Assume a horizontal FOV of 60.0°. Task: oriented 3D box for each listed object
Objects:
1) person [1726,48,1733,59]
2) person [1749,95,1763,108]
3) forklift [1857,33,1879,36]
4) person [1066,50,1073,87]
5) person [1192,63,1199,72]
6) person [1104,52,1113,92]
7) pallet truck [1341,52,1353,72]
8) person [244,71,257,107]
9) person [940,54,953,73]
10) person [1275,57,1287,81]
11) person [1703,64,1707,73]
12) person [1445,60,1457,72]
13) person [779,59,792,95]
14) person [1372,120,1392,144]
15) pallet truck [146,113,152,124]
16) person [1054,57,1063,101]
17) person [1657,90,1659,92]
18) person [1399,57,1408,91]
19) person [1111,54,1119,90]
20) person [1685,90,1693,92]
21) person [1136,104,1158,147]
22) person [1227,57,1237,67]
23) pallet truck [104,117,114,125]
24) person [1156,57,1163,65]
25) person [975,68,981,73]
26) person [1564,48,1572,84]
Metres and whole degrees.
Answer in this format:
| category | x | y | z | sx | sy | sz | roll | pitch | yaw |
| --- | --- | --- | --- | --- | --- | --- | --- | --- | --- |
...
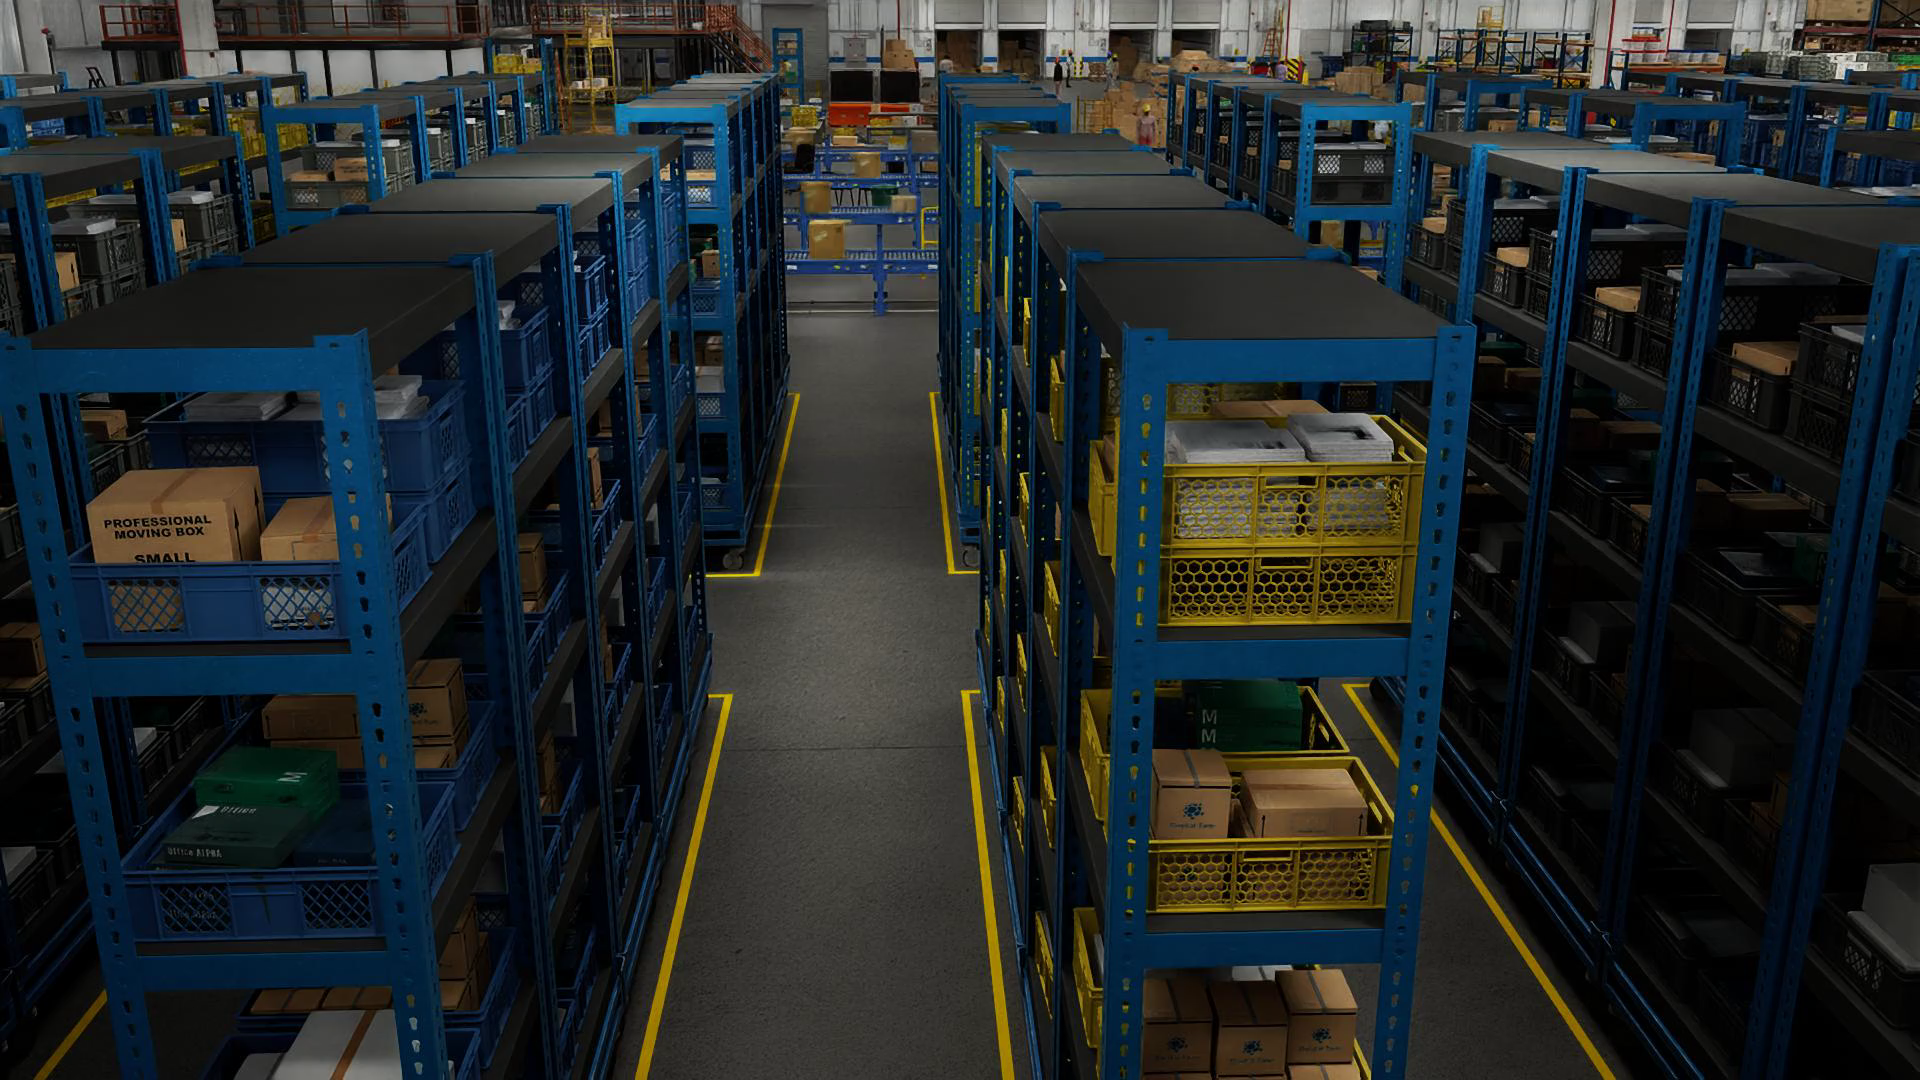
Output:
| category | x | y | z | sx | sy | sz | roll | pitch | yaw |
| --- | --- | --- | --- | --- | --- | --- | --- | --- | --- |
| person | 41.651 | -25.660 | 90.201 | 0.368 | 1.932 | 0.622 | 1 | 18 | 4 |
| person | 28.442 | -15.616 | 59.490 | 0.555 | 1.679 | 0.455 | -12 | 21 | -32 |
| forklift | 46.104 | -24.422 | 84.837 | 1.129 | 2.768 | 1.873 | 3 | 18 | 10 |
| person | 5.784 | -24.872 | 87.739 | 0.374 | 1.935 | 0.552 | 2 | 18 | 7 |
| person | 9.264 | -17.796 | 65.700 | 0.601 | 2.035 | 0.401 | 5 | 19 | 16 |
| person | 7.487 | -23.458 | 83.344 | 0.380 | 1.951 | 0.605 | -8 | 20 | -24 |
| pallet truck | 18.794 | -23.123 | 82.231 | 0.823 | 1.965 | 1.885 | -13 | 22 | -35 |
| person | -26.963 | -16.783 | 62.857 | 0.948 | 1.840 | 0.616 | -1 | 18 | -2 |
| person | -0.652 | -22.583 | 80.656 | 0.628 | 1.940 | 0.373 | 1 | 18 | 4 |
| person | 14.662 | -21.057 | 75.950 | 0.589 | 1.928 | 0.386 | 12 | 21 | 32 |
| person | 31.343 | -19.216 | 70.315 | 0.576 | 1.895 | 0.957 | 13 | 22 | 34 |
| person | 22.570 | -21.192 | 76.622 | 0.525 | 1.772 | 0.309 | 6 | 19 | 19 |
| person | -8.414 | -22.333 | 80.060 | 0.649 | 1.827 | 0.434 | -7 | 19 | -20 |
| person | 11.973 | -11.650 | 47.275 | 0.534 | 1.661 | 0.849 | 0 | 18 | -1 |
| pallet truck | -18.087 | -8.309 | 36.390 | 1.885 | 1.965 | 0.823 | -1 | 18 | -4 |
| person | 4.355 | -20.537 | 74.239 | 0.392 | 1.991 | 0.613 | -9 | 20 | -25 |
| person | 34.926 | -22.978 | 81.922 | 0.831 | 1.904 | 0.655 | 1 | 18 | 2 |
| person | 22.462 | -23.633 | 84.339 | 0.791 | 1.672 | 0.348 | -14 | 23 | -37 |
| person | 7.670 | -22.852 | 81.548 | 0.766 | 1.904 | 0.596 | -3 | 18 | -9 |
| person | 27.409 | -16.816 | 62.809 | 0.542 | 1.938 | 0.357 | 17 | 24 | 42 |
| person | 4.967 | -10.672 | 44.107 | 0.540 | 1.739 | 0.674 | -3 | 18 | -9 |
| person | 12.976 | -22.153 | 79.519 | 0.666 | 1.822 | 0.628 | -16 | 24 | -41 |
| pallet truck | -18.367 | -7.885 | 35.078 | 1.885 | 1.965 | 0.823 | 1 | 18 | 2 |
| person | 9.818 | -23.108 | 82.634 | 0.576 | 1.712 | 0.511 | -14 | 23 | -37 |
| person | 0.702 | -17.414 | 64.795 | 0.500 | 1.861 | 0.328 | -12 | 21 | -32 |
| person | 32.946 | -25.730 | 90.415 | 0.400 | 1.923 | 0.577 | -11 | 21 | -31 |
